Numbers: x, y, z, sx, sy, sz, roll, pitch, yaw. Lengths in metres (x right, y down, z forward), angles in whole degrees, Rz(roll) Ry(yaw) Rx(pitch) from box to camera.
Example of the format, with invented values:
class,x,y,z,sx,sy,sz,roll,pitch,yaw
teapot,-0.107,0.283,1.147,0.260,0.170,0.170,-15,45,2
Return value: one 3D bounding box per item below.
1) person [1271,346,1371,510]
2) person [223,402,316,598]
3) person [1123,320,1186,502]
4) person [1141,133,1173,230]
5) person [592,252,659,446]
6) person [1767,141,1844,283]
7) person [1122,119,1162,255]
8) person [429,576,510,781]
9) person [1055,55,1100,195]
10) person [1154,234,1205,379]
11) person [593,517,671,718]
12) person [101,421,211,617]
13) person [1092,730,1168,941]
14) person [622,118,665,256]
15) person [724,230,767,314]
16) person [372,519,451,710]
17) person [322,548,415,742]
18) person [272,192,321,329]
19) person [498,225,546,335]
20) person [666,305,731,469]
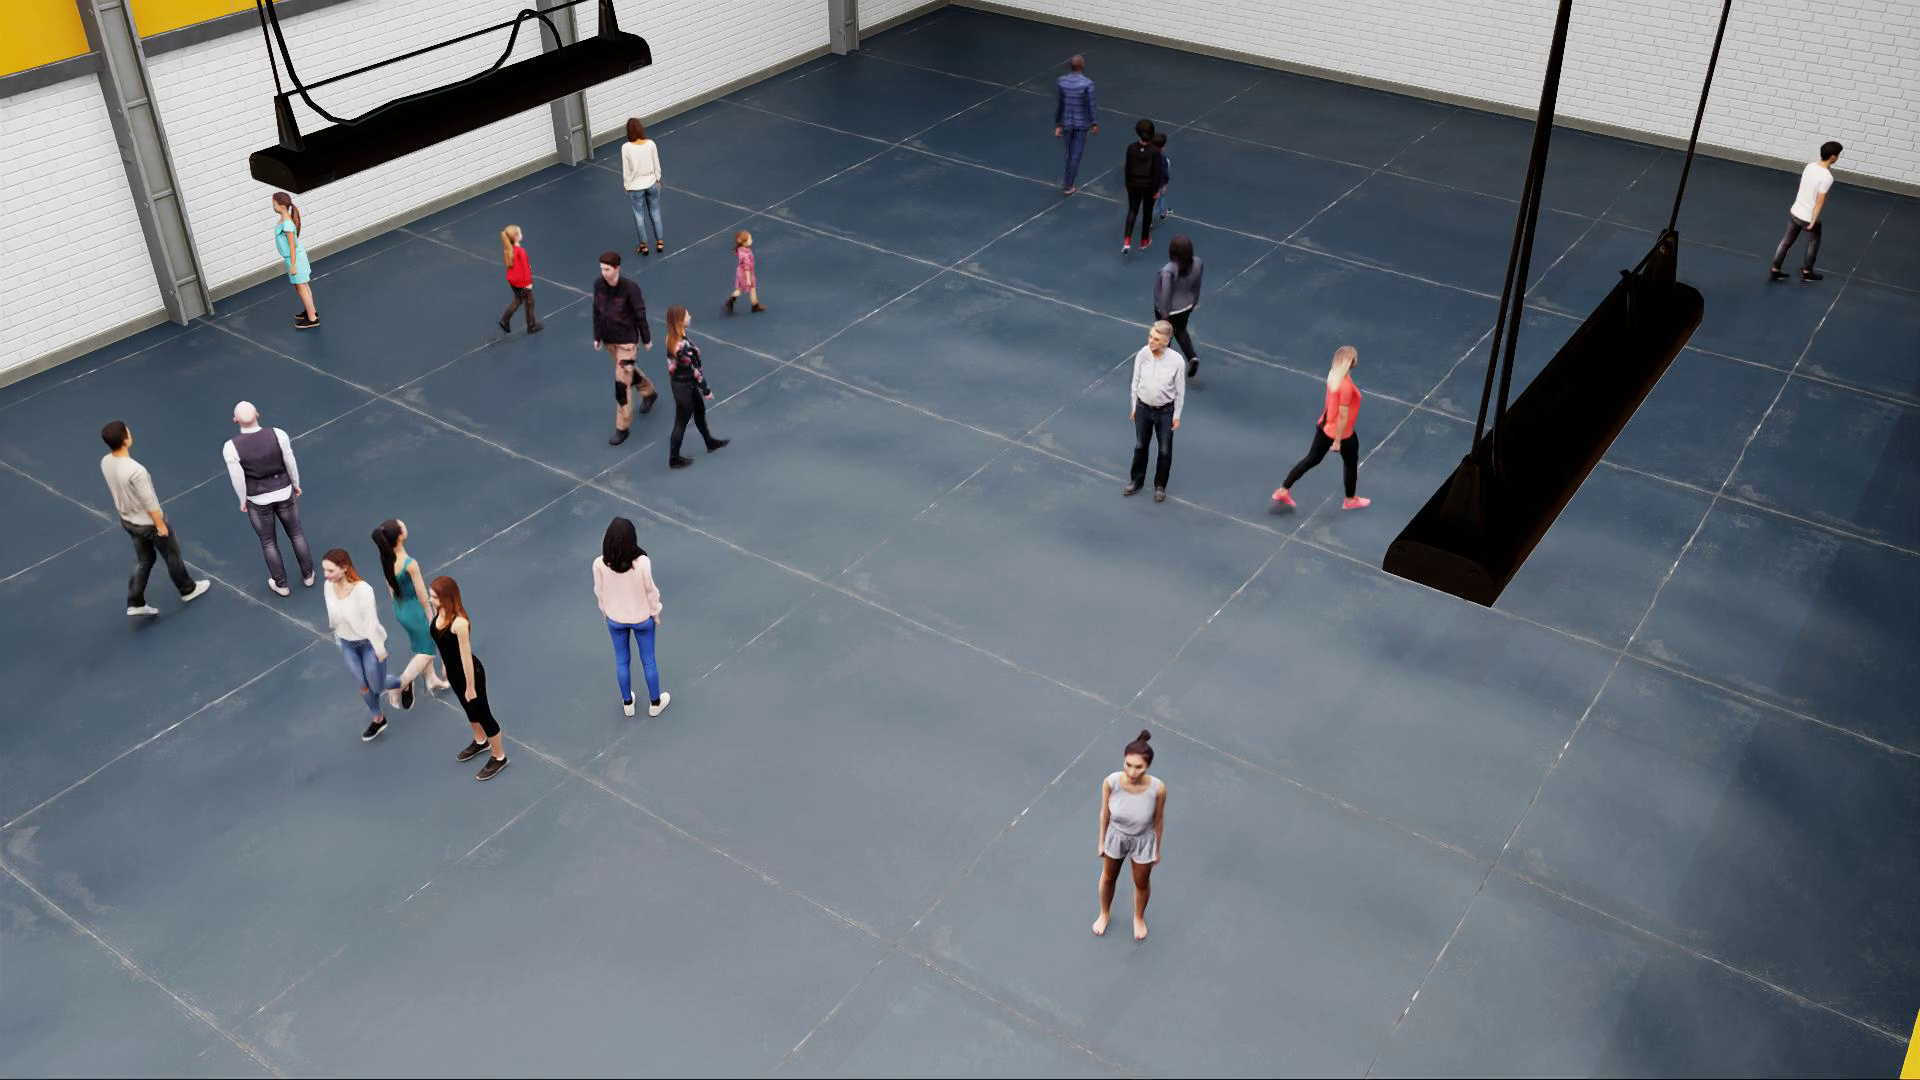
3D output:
class,x,y,z,sx,sy,sz,roll,pitch,yaw
person,3.297,-0.963,15.069,1.179,1.652,1.097,-7,34,-10
person,-5.811,-0.356,14.001,0.648,1.824,0.816,-23,40,-30
person,1.809,-1.214,15.297,0.684,1.818,0.622,14,36,20
person,2.396,-4.450,20.731,0.530,1.191,0.794,22,39,29
person,-3.289,-1.988,16.408,0.804,1.877,1.245,14,36,20
person,9.741,-3.793,19.285,0.978,1.698,0.913,-7,34,-11
person,2.169,-4.224,19.962,0.746,1.666,0.965,12,35,17
person,-3.596,0.963,12.108,0.580,1.722,0.604,-27,42,-35
person,1.459,-5.352,21.530,0.701,1.810,0.725,17,37,23
person,2.284,-2.419,17.323,0.926,1.582,0.914,-21,39,-28
person,-2.501,0.597,12.616,0.724,1.769,0.727,2,34,3
person,-6.794,-0.136,13.697,0.754,1.794,1.022,15,36,21
person,1.107,1.927,10.762,0.638,1.607,0.641,6,34,9
person,-3.815,-4.252,19.993,0.651,1.680,0.765,-14,36,-20
person,-2.455,-3.010,18.730,0.759,1.010,0.614,-14,36,-21
person,-4.228,0.608,12.692,0.588,1.667,0.837,23,40,31
person,-4.432,0.740,12.482,0.720,1.680,0.830,13,36,18
person,-7.351,-3.110,18.384,0.697,1.558,0.649,-10,35,-14
person,-4.866,-2.821,18.207,0.541,1.274,0.749,26,42,34
person,-2.684,-1.416,15.744,0.984,1.659,0.845,-13,36,-19
